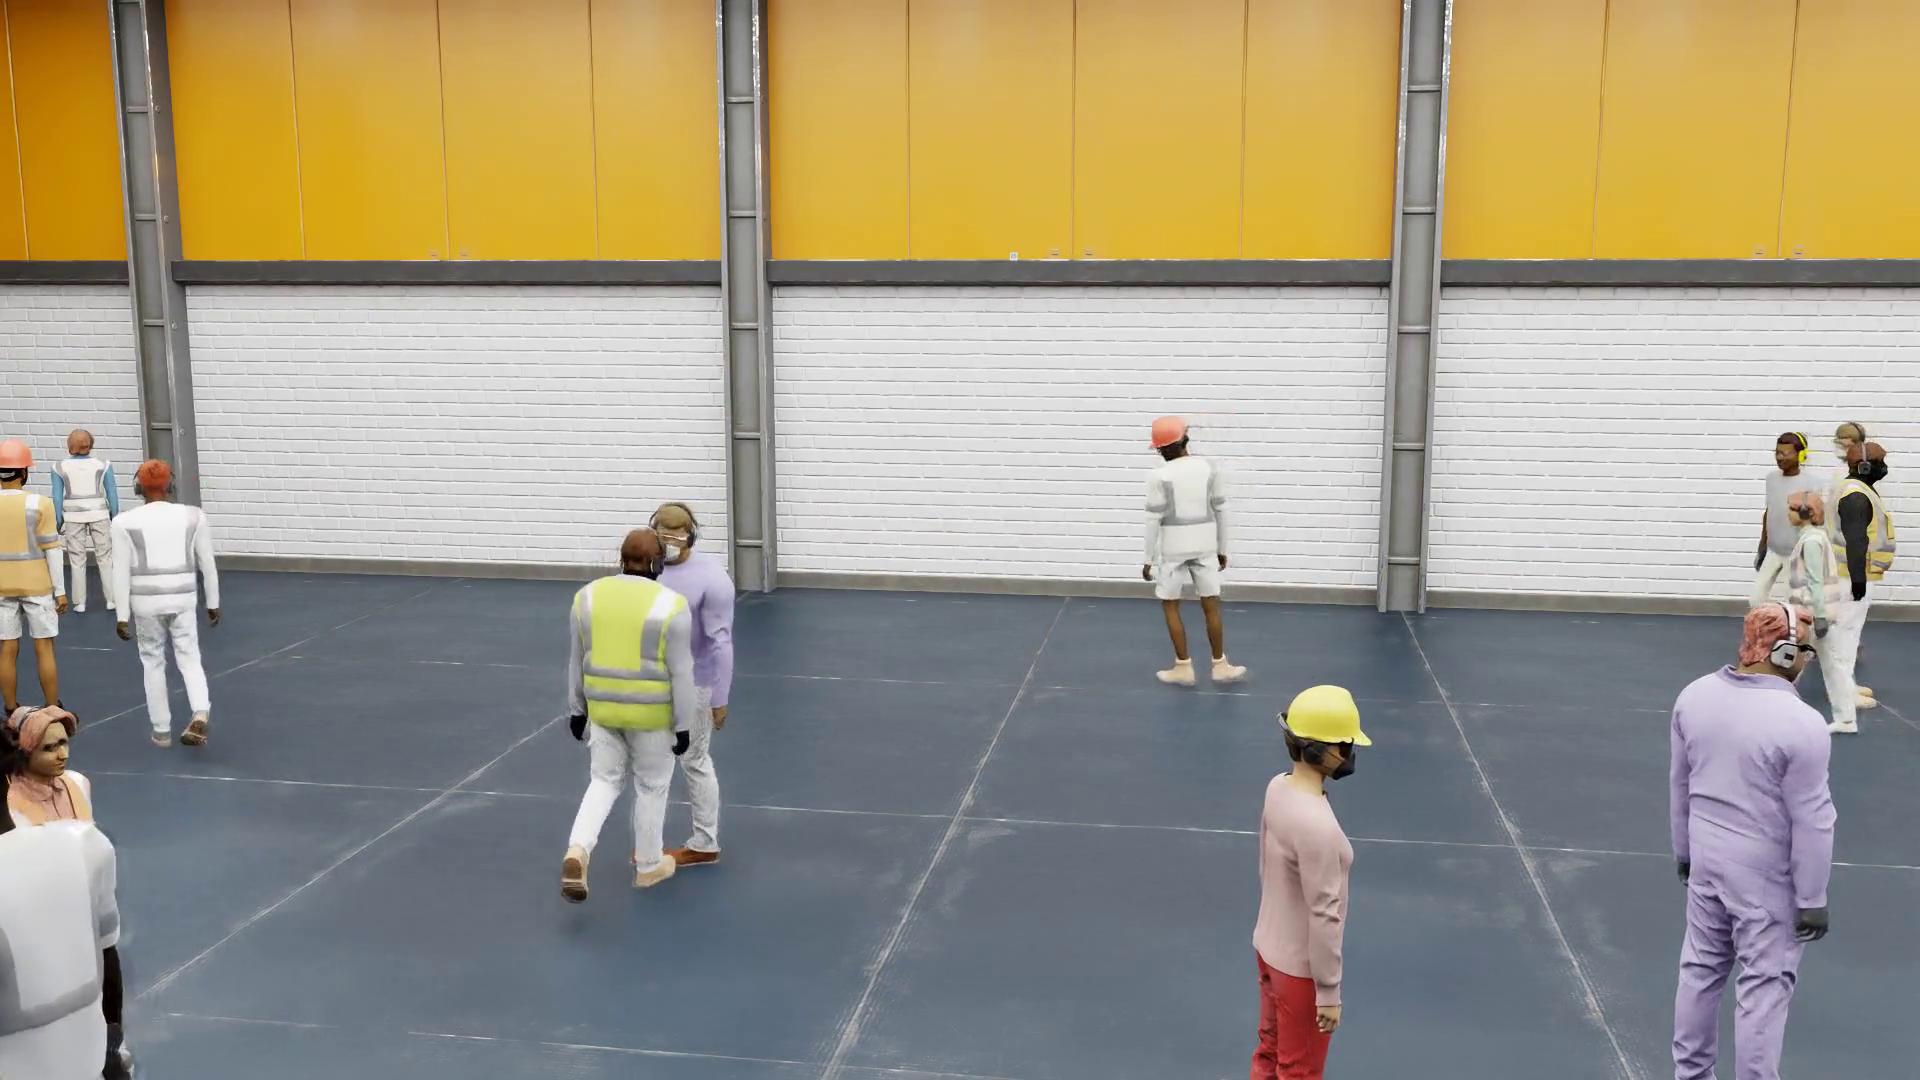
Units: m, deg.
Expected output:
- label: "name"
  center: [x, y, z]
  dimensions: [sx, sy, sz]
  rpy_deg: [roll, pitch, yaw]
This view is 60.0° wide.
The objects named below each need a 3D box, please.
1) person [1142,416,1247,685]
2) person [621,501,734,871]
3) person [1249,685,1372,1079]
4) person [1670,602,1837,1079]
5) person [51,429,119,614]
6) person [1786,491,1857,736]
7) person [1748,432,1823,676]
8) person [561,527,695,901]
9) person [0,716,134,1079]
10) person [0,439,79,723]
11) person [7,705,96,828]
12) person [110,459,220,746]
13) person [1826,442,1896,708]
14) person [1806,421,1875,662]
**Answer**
- label: "person"
  center: [1.735, 0.082, 12.199]
  dimensions: [0.844, 1.989, 0.376]
  rpy_deg: [-2, 9, -12]
- label: "person"
  center: [-1.423, 0.739, 8.379]
  dimensions: [0.687, 1.922, 0.414]
  rpy_deg: [4, 10, 24]
- label: "person"
  center: [1.092, 1.318, 5.221]
  dimensions: [0.323, 1.765, 0.533]
  rpy_deg: [-1, 9, -6]
- label: "person"
  center: [2.782, 1.154, 5.821]
  dimensions: [0.401, 1.901, 0.640]
  rpy_deg: [-3, 10, -19]
- label: "person"
  center: [-7.739, -0.164, 14.746]
  dimensions: [0.523, 1.638, 0.310]
  rpy_deg: [-4, 10, -25]
- label: "person"
  center: [5.505, 0.478, 10.894]
  dimensions: [0.842, 1.587, 0.525]
  rpy_deg: [6, 11, 31]
- label: "person"
  center: [6.126, 0.115, 12.333]
  dimensions: [0.422, 1.859, 0.580]
  rpy_deg: [-3, 10, -20]
- label: "person"
  center: [-1.595, 0.855, 7.949]
  dimensions: [0.665, 1.812, 0.719]
  rpy_deg: [3, 10, 17]
- label: "person"
  center: [-2.427, 1.376, 4.272]
  dimensions: [0.417, 1.952, 0.641]
  rpy_deg: [3, 10, 17]
- label: "person"
  center: [-6.138, 0.310, 10.895]
  dimensions: [0.543, 1.940, 0.361]
  rpy_deg: [-1, 9, -7]
- label: "person"
  center: [-2.992, 1.341, 5.463]
  dimensions: [0.311, 1.638, 0.523]
  rpy_deg: [1, 9, 5]
- label: "person"
  center: [-4.970, 0.420, 10.472]
  dimensions: [0.618, 1.862, 0.705]
  rpy_deg: [-7, 12, -38]
- label: "person"
  center: [6.301, 0.233, 11.664]
  dimensions: [0.429, 1.847, 0.627]
  rpy_deg: [5, 10, 26]
- label: "person"
  center: [6.742, 0.027, 12.759]
  dimensions: [0.451, 1.904, 0.660]
  rpy_deg: [5, 10, 28]
